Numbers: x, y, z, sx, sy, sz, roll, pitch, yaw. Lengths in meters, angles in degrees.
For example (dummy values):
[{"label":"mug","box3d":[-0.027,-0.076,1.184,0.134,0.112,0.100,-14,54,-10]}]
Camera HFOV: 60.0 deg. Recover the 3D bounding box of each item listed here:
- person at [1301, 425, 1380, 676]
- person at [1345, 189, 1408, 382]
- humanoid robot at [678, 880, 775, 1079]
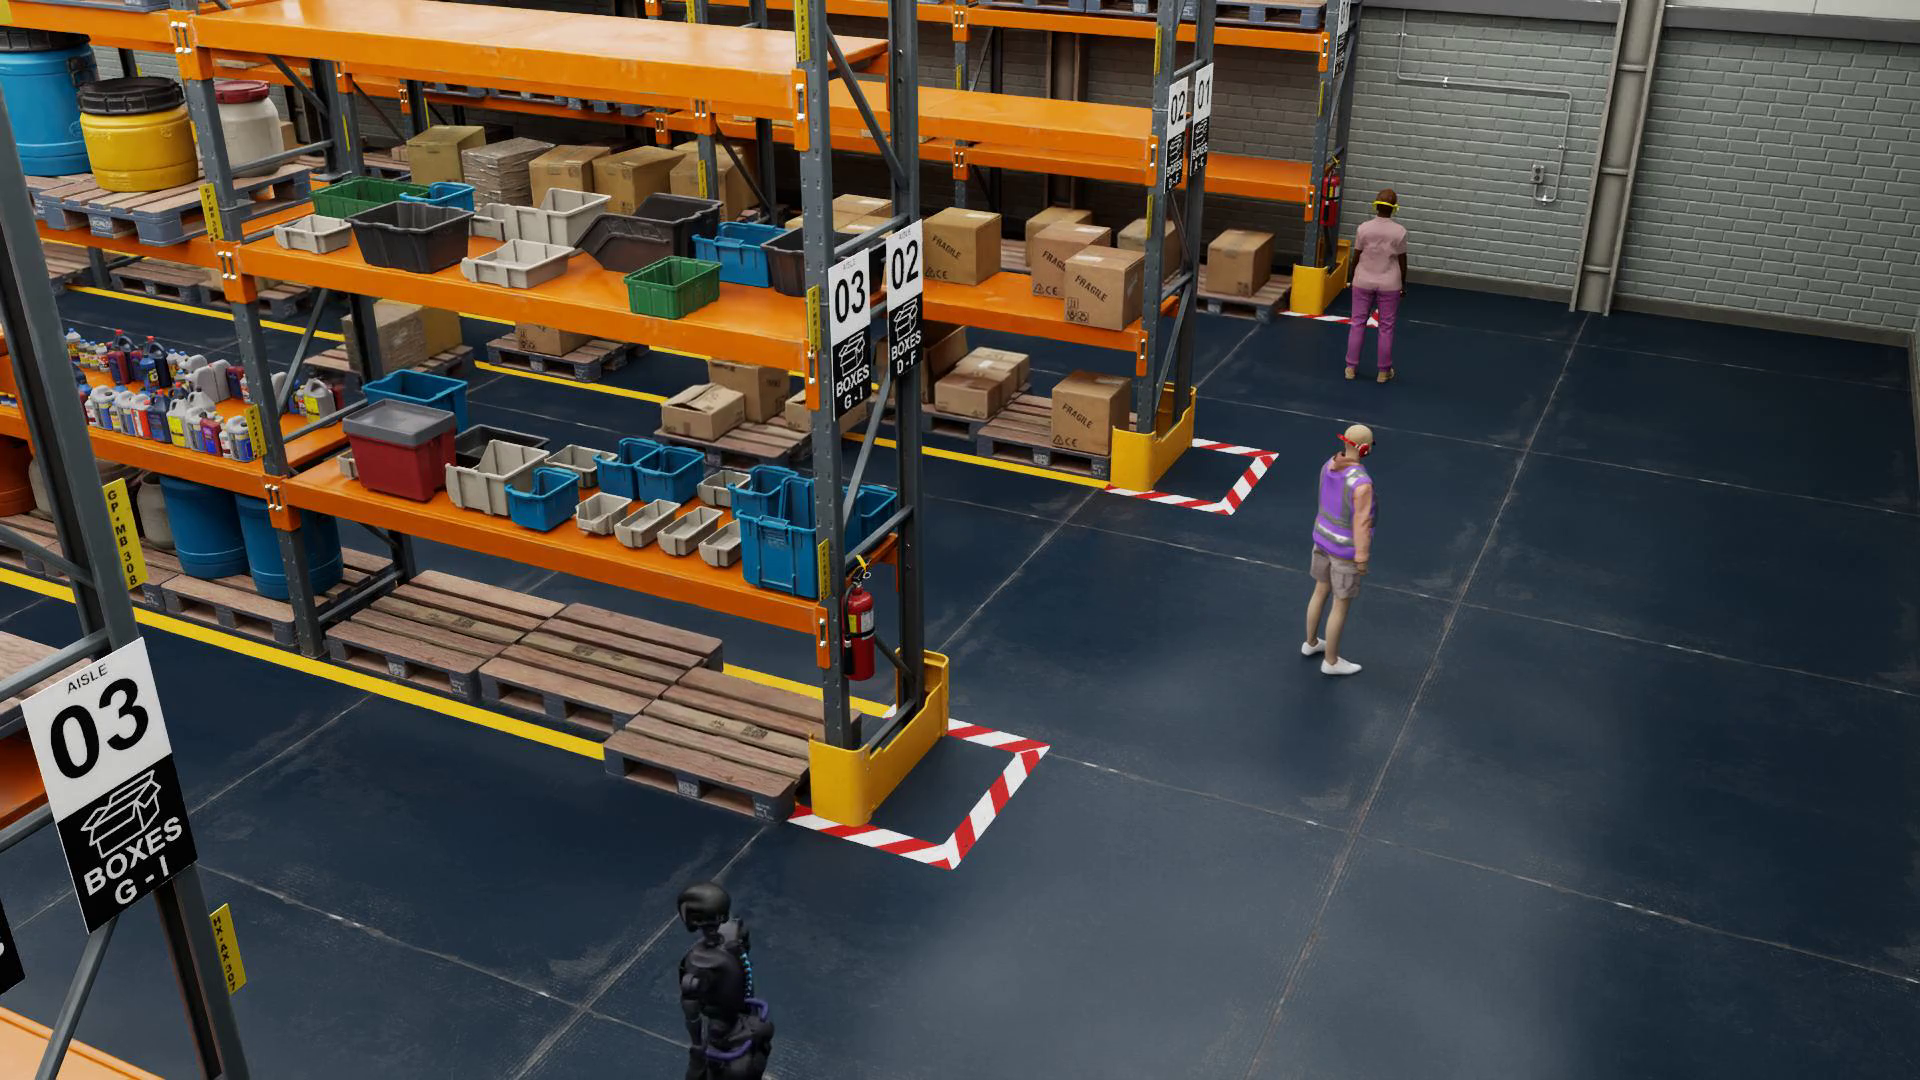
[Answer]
[{"label":"person","box3d":[2.424,0.057,10.591,0.348,1.688,0.492,-10,28,-19]},{"label":"person","box3d":[3.846,-2.340,15.317,0.535,1.801,0.329,10,28,19]},{"label":"humanoid robot","box3d":[-0.891,2.051,6.571,0.410,1.636,0.608,7,27,15]}]
